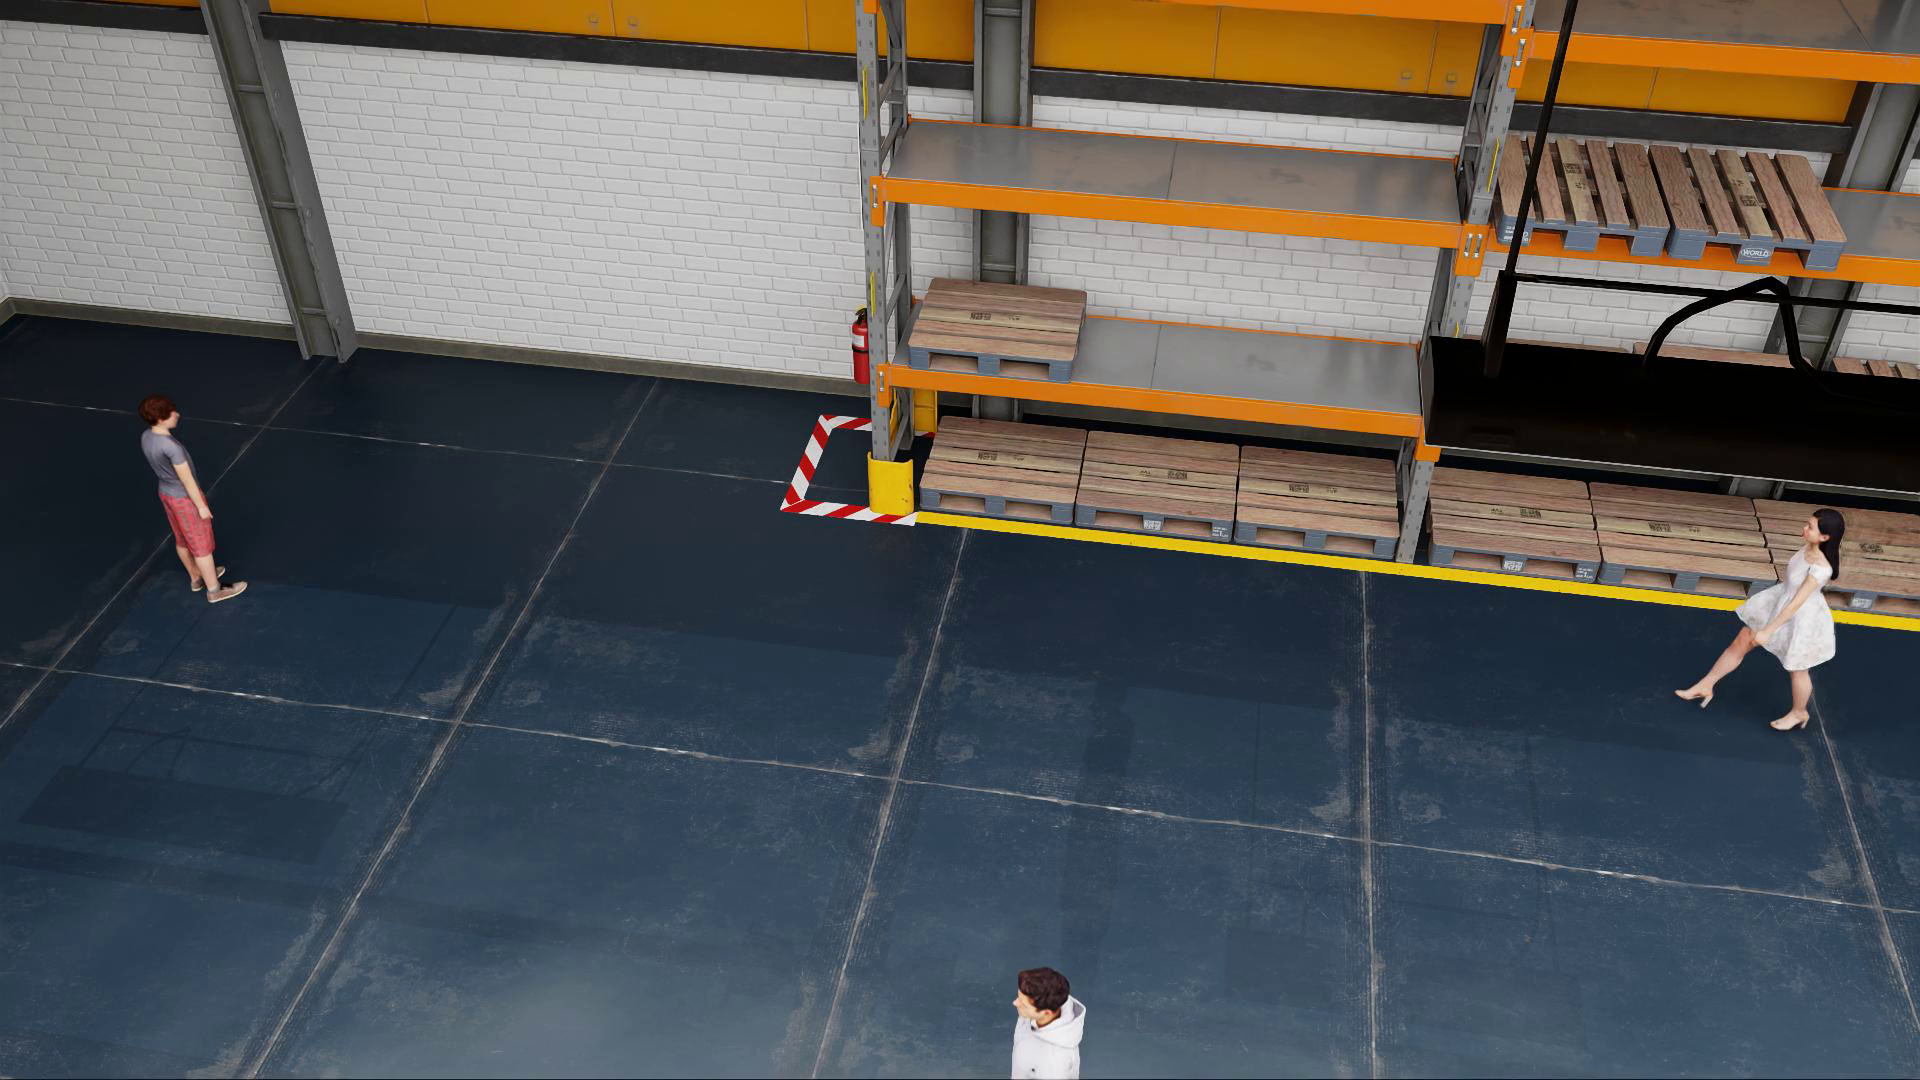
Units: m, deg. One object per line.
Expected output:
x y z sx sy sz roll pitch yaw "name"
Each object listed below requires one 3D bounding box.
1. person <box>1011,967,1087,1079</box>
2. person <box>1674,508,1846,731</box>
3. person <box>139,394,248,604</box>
0.425 2.629 7.846 0.681 1.924 0.733 -5 39 -6 "person"
5.384 0.563 10.581 1.081 1.738 0.686 9 39 11 "person"
-5.488 -0.296 11.728 0.621 1.649 0.734 27 46 30 "person"
